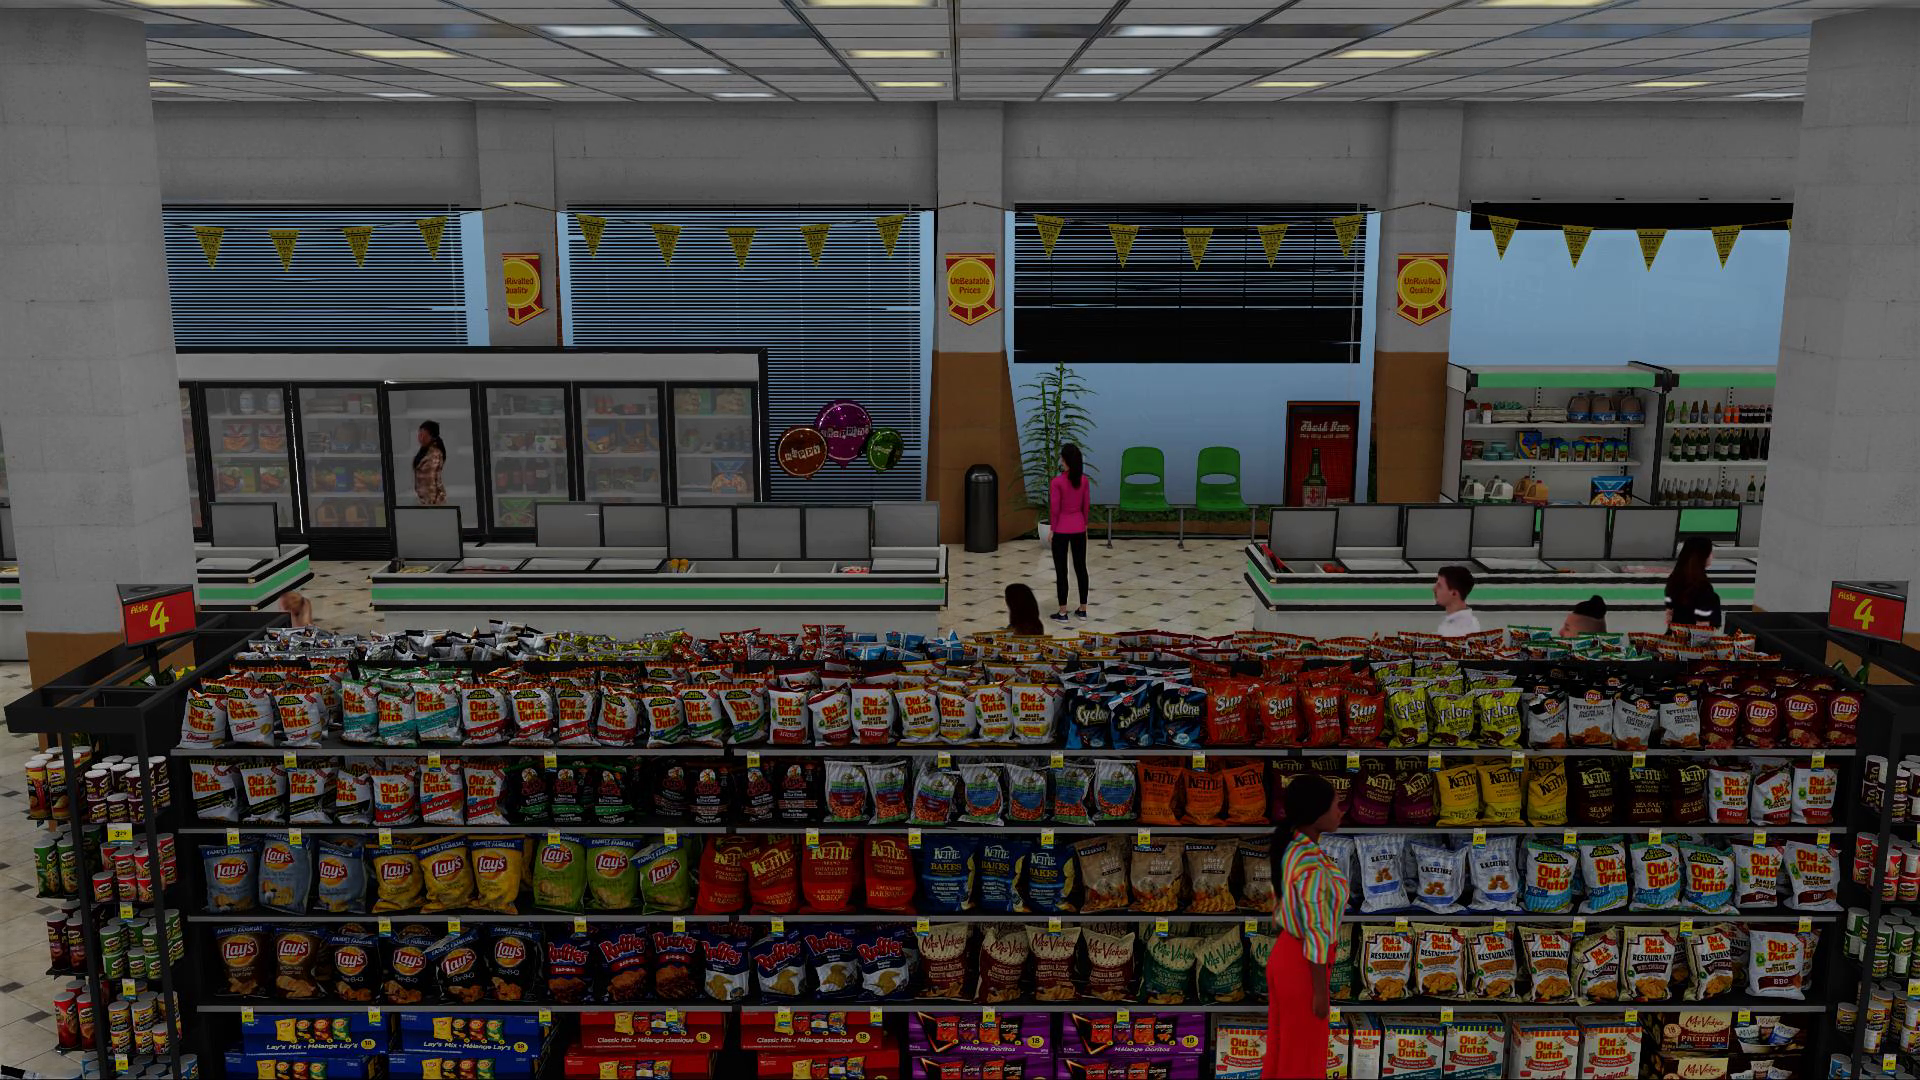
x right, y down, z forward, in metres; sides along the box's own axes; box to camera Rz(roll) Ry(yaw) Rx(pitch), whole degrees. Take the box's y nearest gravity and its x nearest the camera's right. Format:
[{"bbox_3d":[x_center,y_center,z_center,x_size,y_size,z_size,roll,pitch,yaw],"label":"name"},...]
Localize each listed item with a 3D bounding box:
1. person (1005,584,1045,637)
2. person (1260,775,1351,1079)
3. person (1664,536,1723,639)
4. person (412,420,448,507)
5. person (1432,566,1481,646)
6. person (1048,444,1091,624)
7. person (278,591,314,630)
[{"bbox_3d":[0.417,1.010,11.202,0.671,1.476,0.657,7,14,30],"label":"person"},{"bbox_3d":[1.364,1.797,6.698,0.570,1.792,0.624,-2,12,-8],"label":"person"},{"bbox_3d":[5.137,0.792,11.935,1.168,1.602,0.851,-4,13,-18],"label":"person"},{"bbox_3d":[-5.408,-0.358,16.981,0.681,1.773,0.692,-2,12,-8],"label":"person"},{"bbox_3d":[3.091,1.097,10.035,1.313,1.788,1.014,5,13,23],"label":"person"},{"bbox_3d":[1.041,-0.069,15.790,0.637,1.698,0.738,-6,13,-26],"label":"person"},{"bbox_3d":[-4.714,0.979,11.848,0.518,1.271,0.491,-1,12,-4],"label":"person"}]
